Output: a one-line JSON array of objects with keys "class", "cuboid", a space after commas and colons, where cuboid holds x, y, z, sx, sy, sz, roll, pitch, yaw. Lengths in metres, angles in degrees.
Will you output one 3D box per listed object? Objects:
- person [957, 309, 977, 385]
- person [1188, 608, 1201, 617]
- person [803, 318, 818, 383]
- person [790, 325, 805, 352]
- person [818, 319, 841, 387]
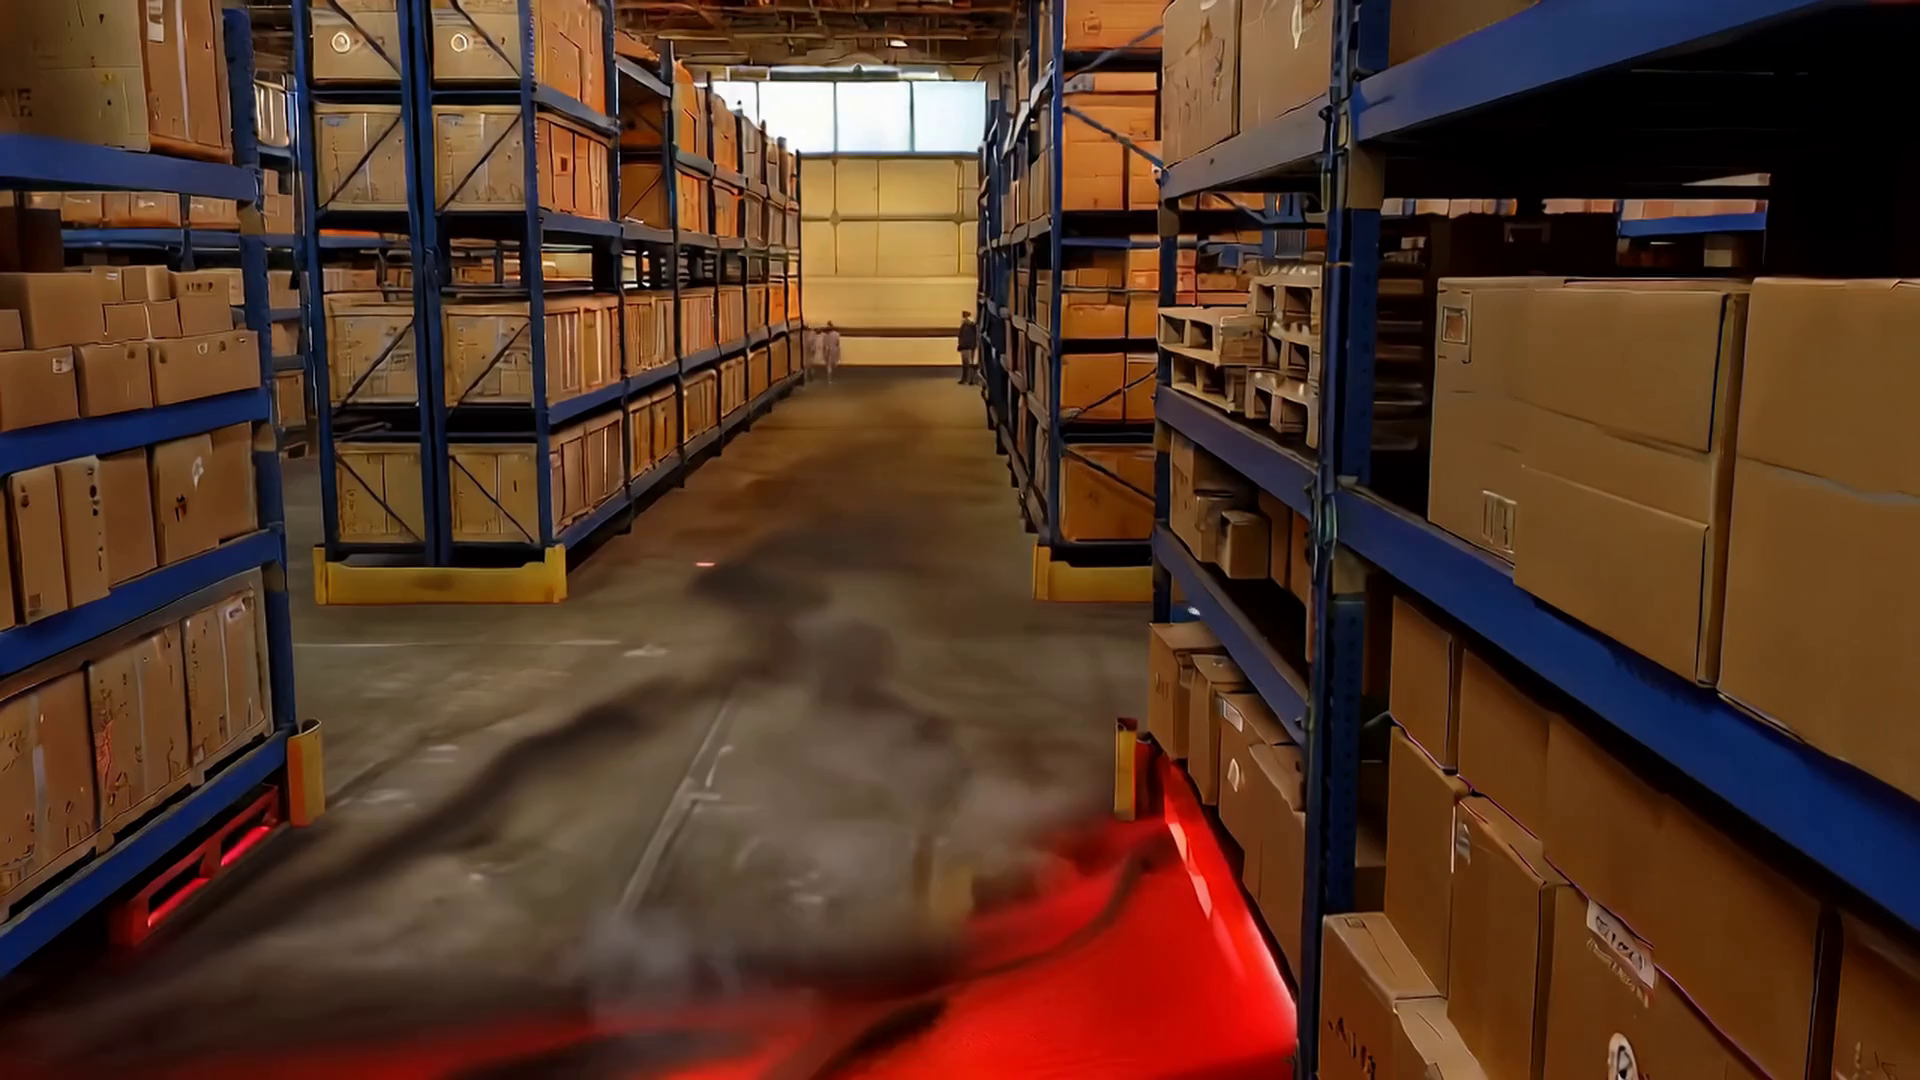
[{"class": "person", "cuboid": [0.174, -5.081, 43.717, 0.394, 1.992, 0.622, -8, 12, -39]}, {"class": "person", "cuboid": [2.546, -0.247, 14.533, 1.011, 1.858, 0.643, 1, 9, 3]}, {"class": "person", "cuboid": [-4.145, -5.031, 44.266, 0.795, 1.710, 0.518, 0, 9, 1]}, {"class": "person", "cuboid": [-4.417, -5.171, 44.503, 0.447, 1.916, 0.631, -6, 11, -32]}, {"class": "person", "cuboid": [-3.340, -4.789, 42.700, 0.598, 1.730, 0.627, -1, 9, -7]}]
